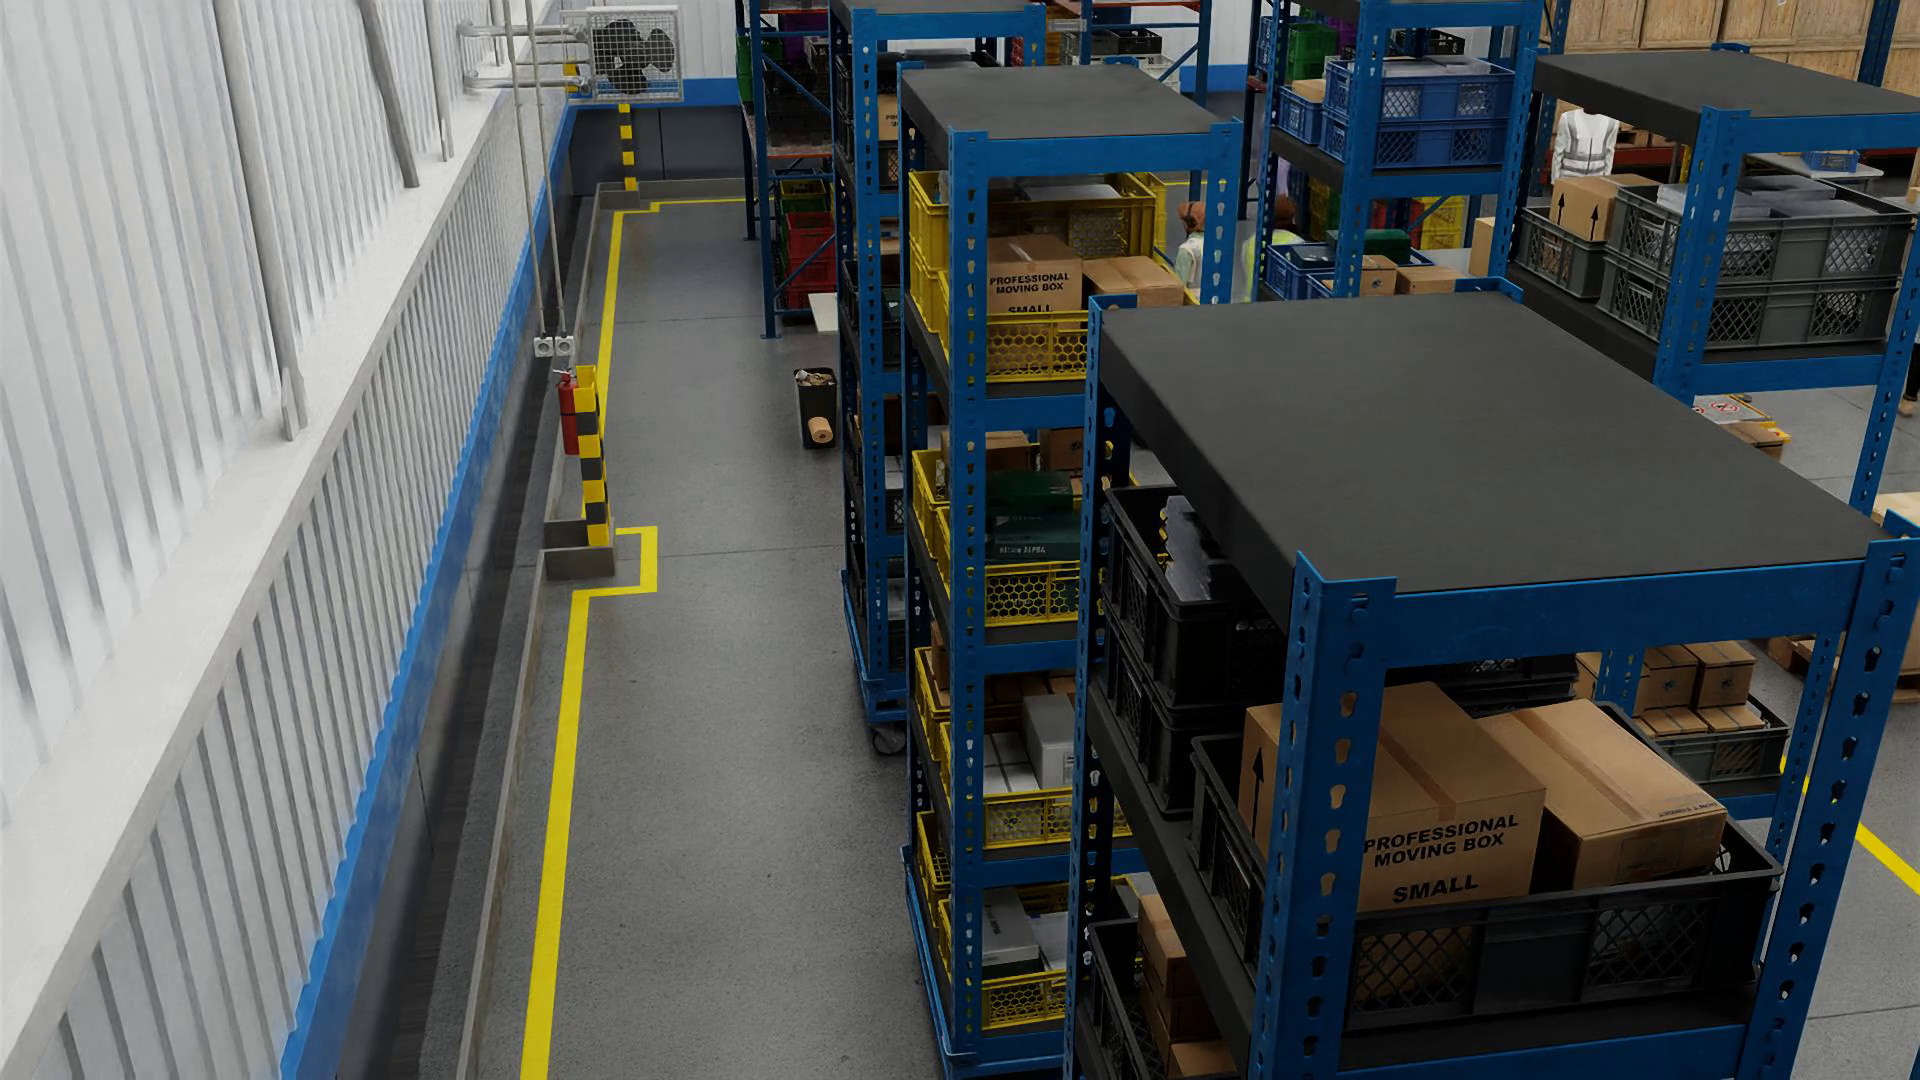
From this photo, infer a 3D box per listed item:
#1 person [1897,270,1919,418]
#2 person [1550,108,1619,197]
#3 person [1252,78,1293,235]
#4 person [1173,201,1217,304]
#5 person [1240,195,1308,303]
[{"bbox_3d":[7.295,-1.733,12.337,0.538,1.695,0.319,2,25,5],"label":"person"},{"bbox_3d":[5.883,-3.413,15.770,0.576,1.883,0.354,0,25,0],"label":"person"},{"bbox_3d":[2.921,-3.318,15.508,0.359,1.933,0.633,-1,25,-2],"label":"person"},{"bbox_3d":[1.721,-1.704,12.352,0.324,1.630,0.520,15,29,29],"label":"person"},{"bbox_3d":[2.192,-1.496,11.708,0.529,1.799,0.657,-20,31,-37],"label":"person"}]
